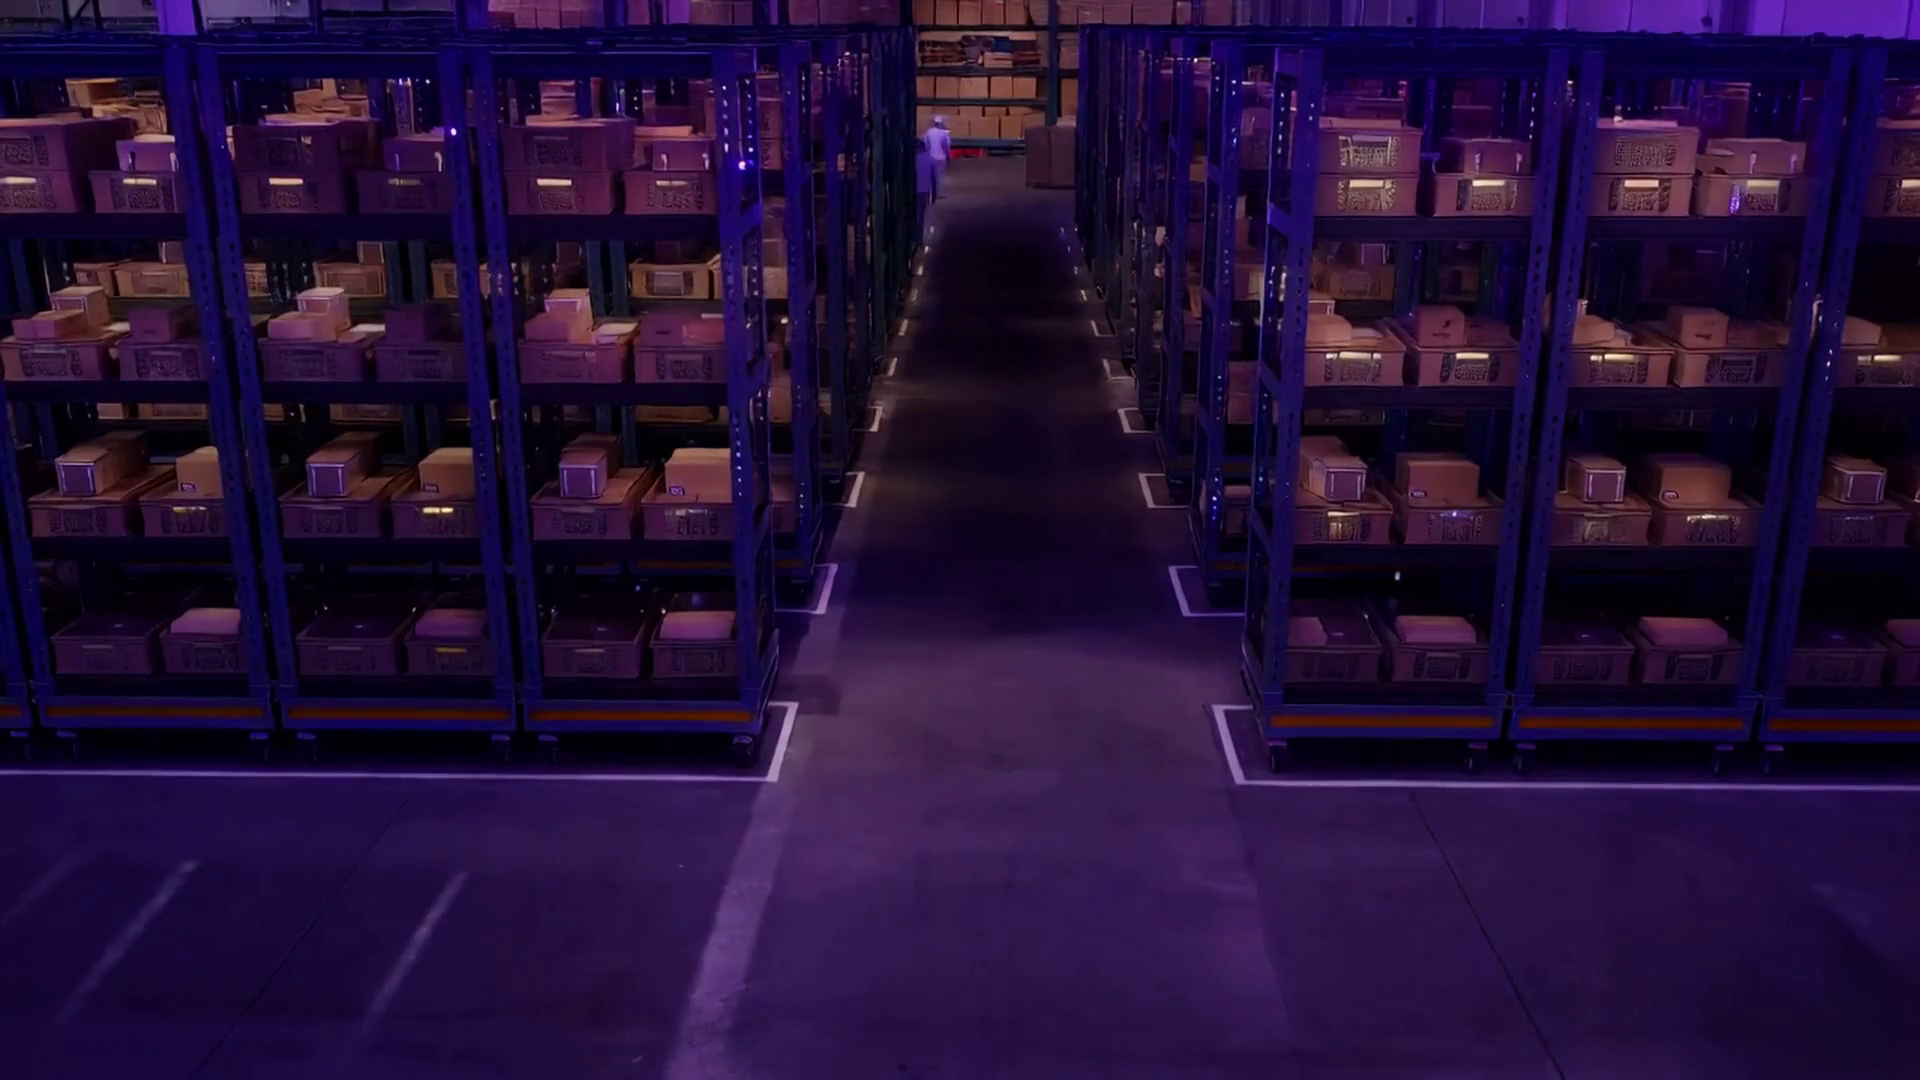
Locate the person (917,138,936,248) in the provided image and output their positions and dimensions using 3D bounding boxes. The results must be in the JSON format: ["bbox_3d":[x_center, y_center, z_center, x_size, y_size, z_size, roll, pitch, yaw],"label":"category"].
[{"bbox_3d":[-0.734,-5.884,28.156,0.595,1.797,0.936,-5,18,-15],"label":"person"}]

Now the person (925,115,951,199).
[{"bbox_3d":[-0.466,-8.196,35.614,0.573,1.746,0.345,6,18,17],"label":"person"}]
